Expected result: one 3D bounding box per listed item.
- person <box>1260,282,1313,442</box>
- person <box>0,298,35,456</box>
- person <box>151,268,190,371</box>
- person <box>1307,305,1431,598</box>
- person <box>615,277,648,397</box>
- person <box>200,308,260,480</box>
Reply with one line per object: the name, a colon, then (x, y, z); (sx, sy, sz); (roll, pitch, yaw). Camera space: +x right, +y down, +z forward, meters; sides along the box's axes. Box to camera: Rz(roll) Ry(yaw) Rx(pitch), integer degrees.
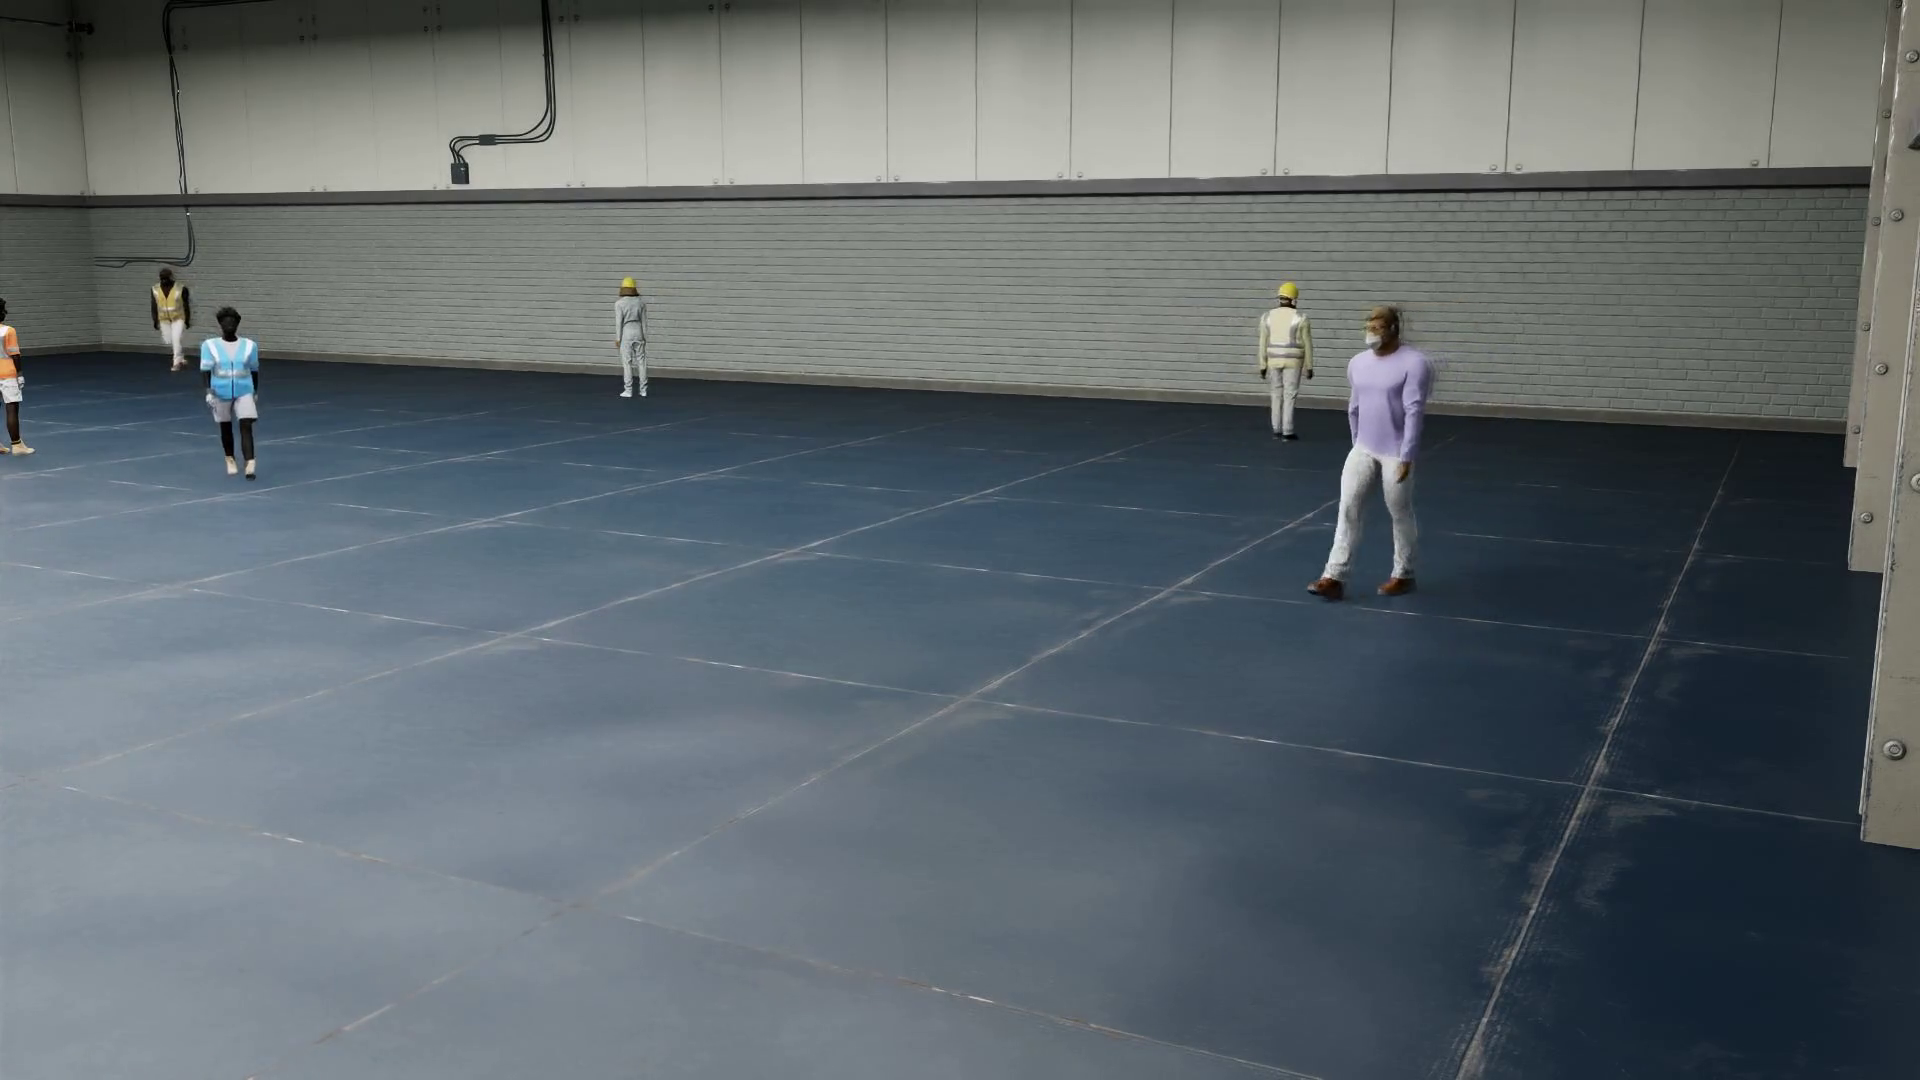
person: (3.743, -2.033, 19.038); (0.605, 1.832, 0.427); (8, 13, 37)
person: (-10.239, -1.741, 17.778); (0.535, 1.697, 0.318); (2, 11, 13)
person: (-13.789, -3.874, 29.151); (0.637, 1.807, 0.697); (-1, 10, -6)
person: (2.647, -0.538, 10.664); (0.942, 1.900, 0.639); (-9, 14, -42)
person: (-4.815, -2.967, 24.332); (0.493, 1.742, 0.322); (-7, 13, -34)
person: (-7.055, -1.415, 16.120); (0.535, 1.650, 0.889); (-5, 12, -26)
